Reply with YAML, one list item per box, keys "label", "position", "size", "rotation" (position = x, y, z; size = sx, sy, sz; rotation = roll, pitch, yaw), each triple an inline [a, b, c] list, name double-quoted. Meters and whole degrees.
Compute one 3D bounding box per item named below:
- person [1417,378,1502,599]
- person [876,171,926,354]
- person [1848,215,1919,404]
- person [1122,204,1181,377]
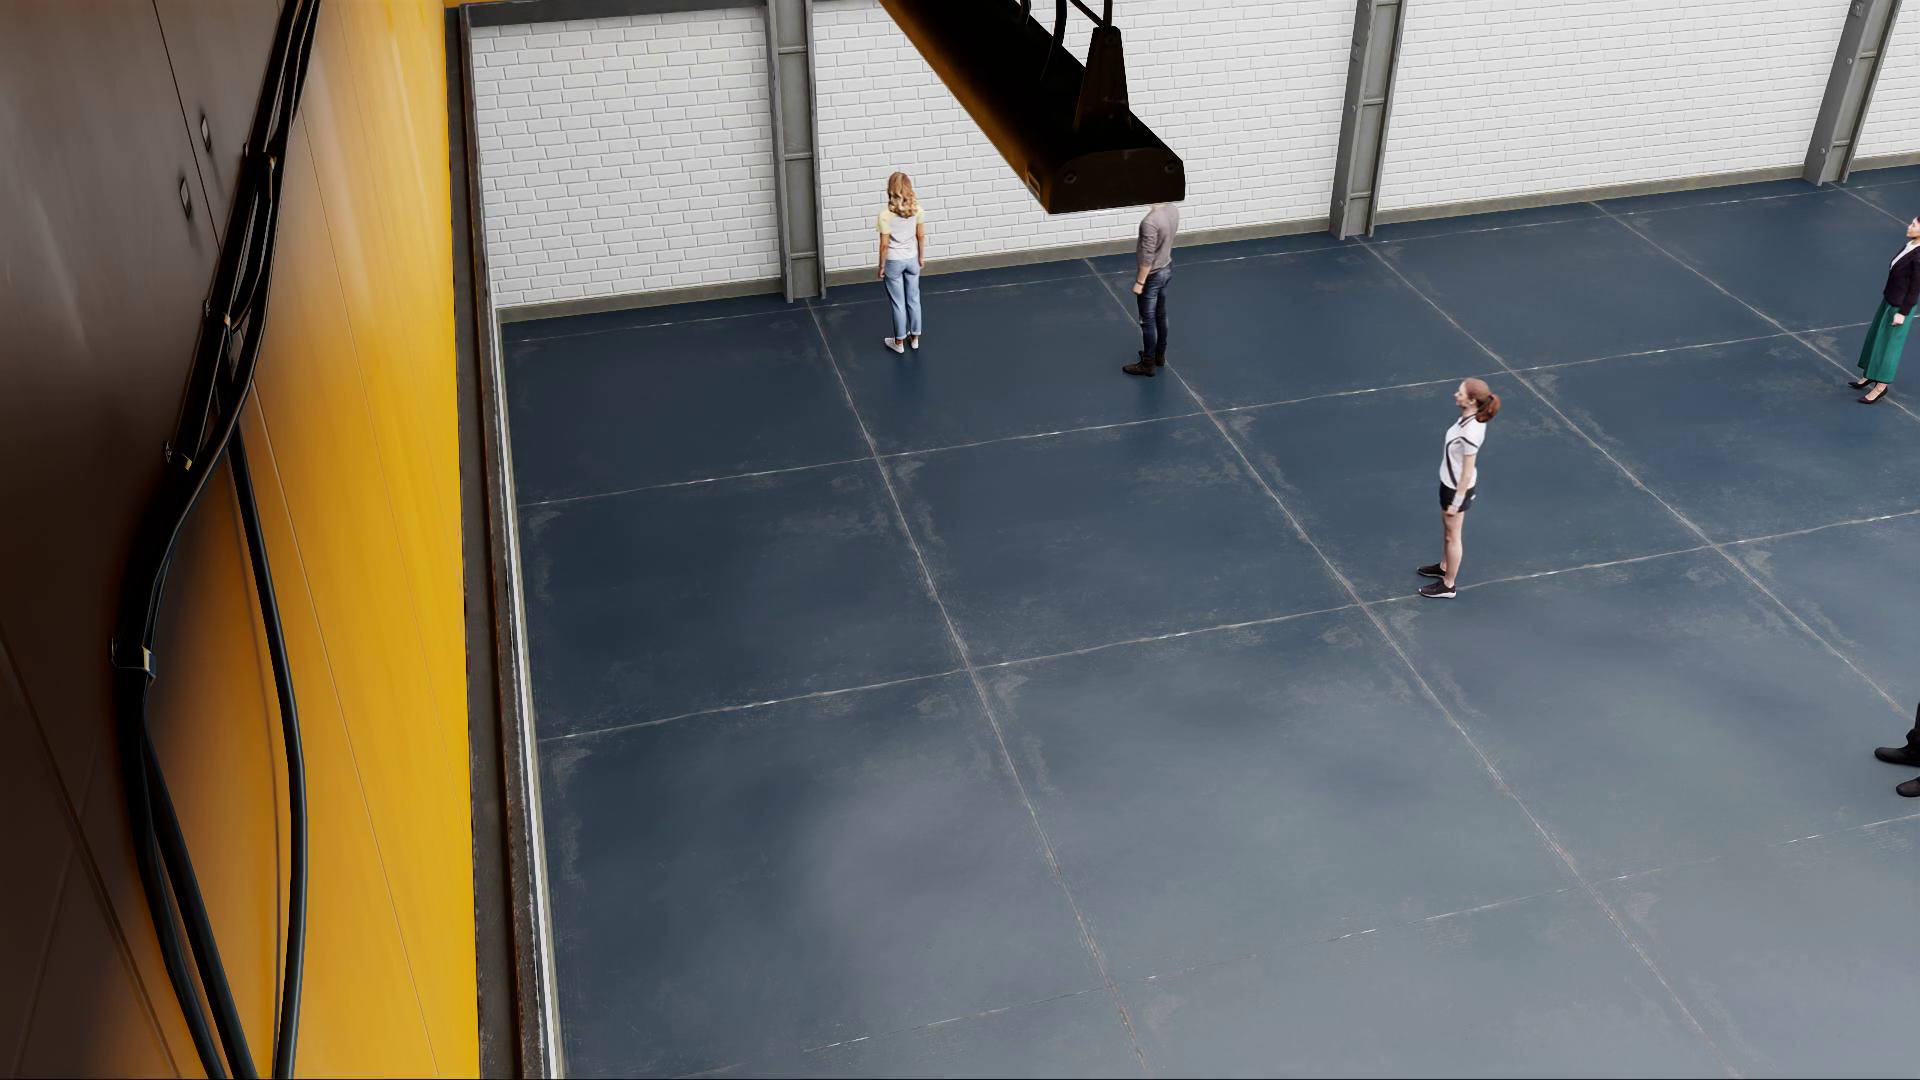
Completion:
- label: "person"
  position: [3.591, -0.380, 11.988]
  size: [0.682, 1.752, 0.654]
  rotation: [7, 34, 11]
- label: "person"
  position: [-0.539, -2.545, 15.272]
  size: [0.568, 1.722, 0.742]
  rotation: [-17, 37, -24]
- label: "person"
  position: [8.156, -2.025, 14.474]
  size: [0.673, 1.740, 0.692]
  rotation: [6, 34, 10]
- label: "person"
  position: [1.742, -2.380, 14.859]
  size: [0.826, 1.903, 0.758]
  rotation: [19, 38, 26]
